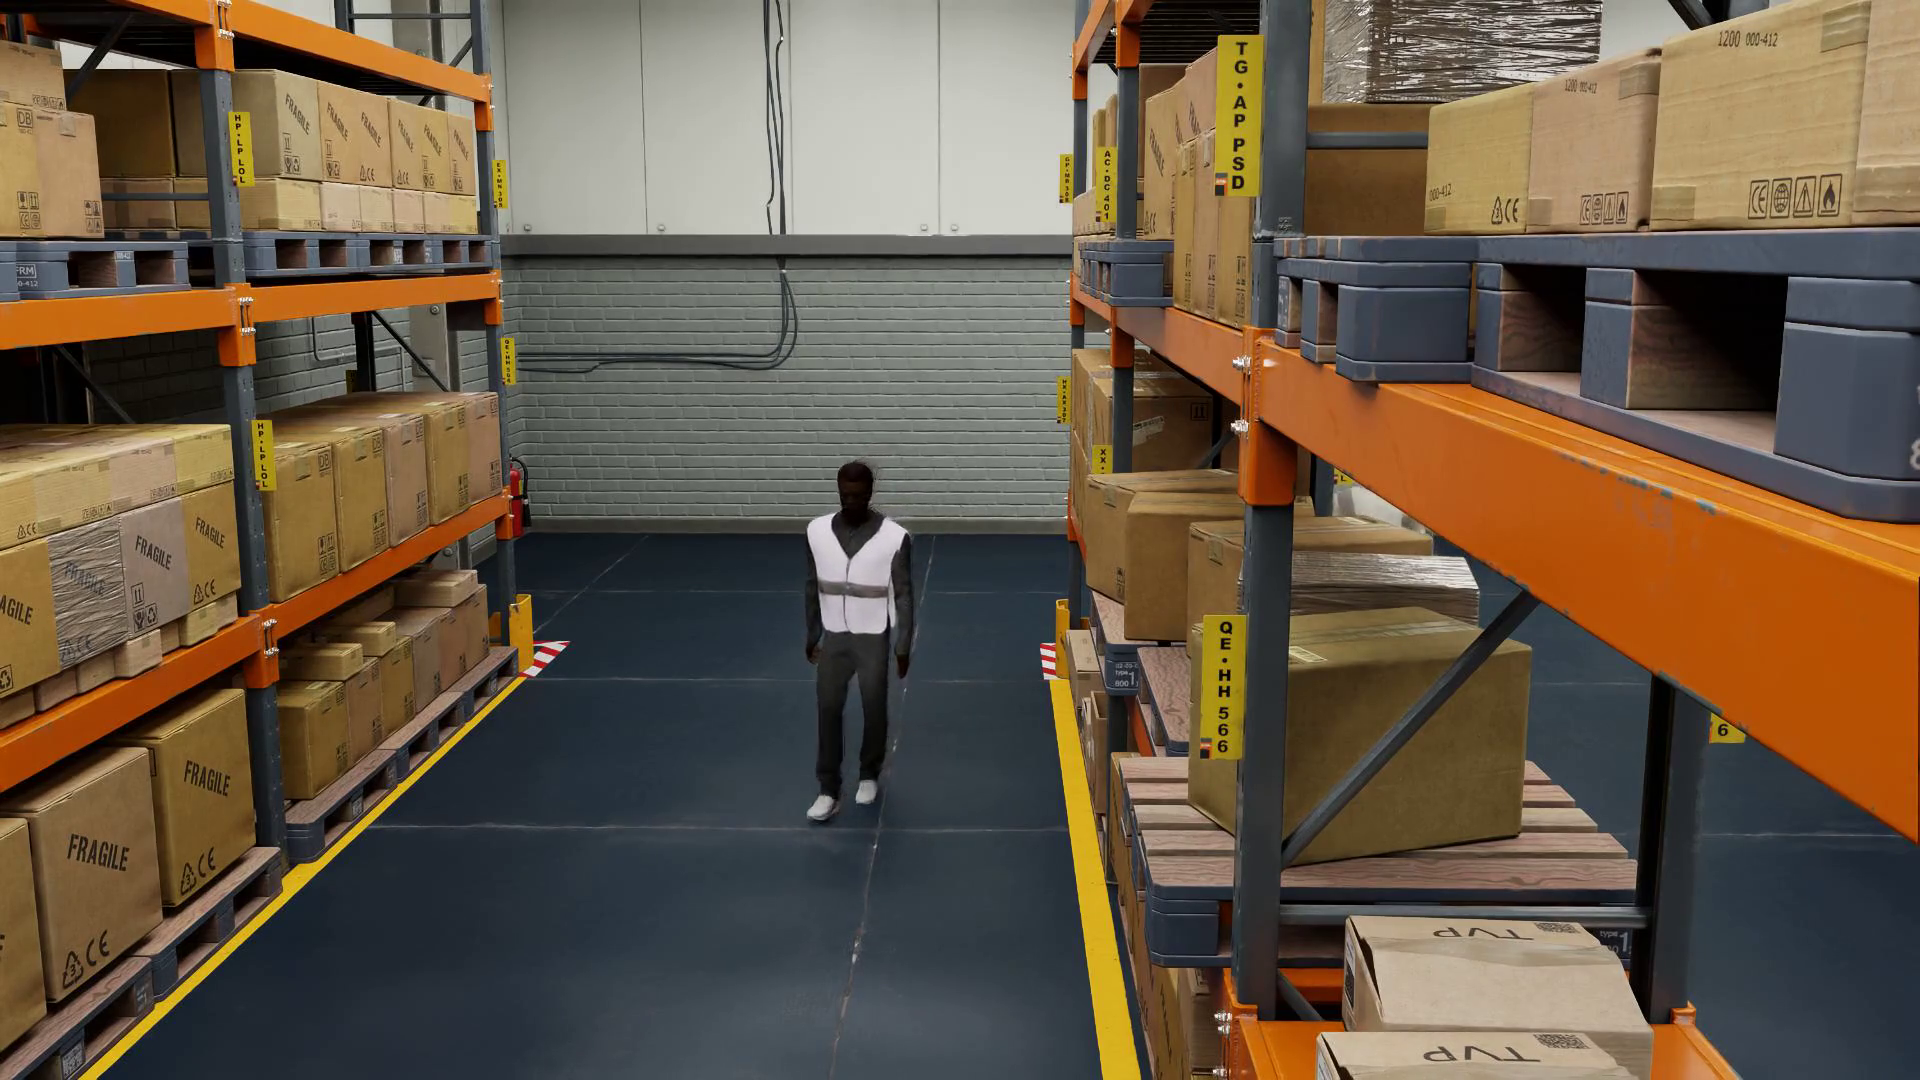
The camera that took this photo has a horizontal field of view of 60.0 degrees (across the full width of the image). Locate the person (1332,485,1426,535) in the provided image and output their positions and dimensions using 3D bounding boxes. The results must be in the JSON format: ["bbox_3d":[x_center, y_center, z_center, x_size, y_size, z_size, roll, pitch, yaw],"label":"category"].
[{"bbox_3d":[2.418,0.330,9.706,0.616,2.009,1.037,0,10,2],"label":"person"}]

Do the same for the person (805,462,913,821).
[{"bbox_3d":[-0.567,0.539,8.795,0.633,1.885,0.845,2,10,12],"label":"person"}]
